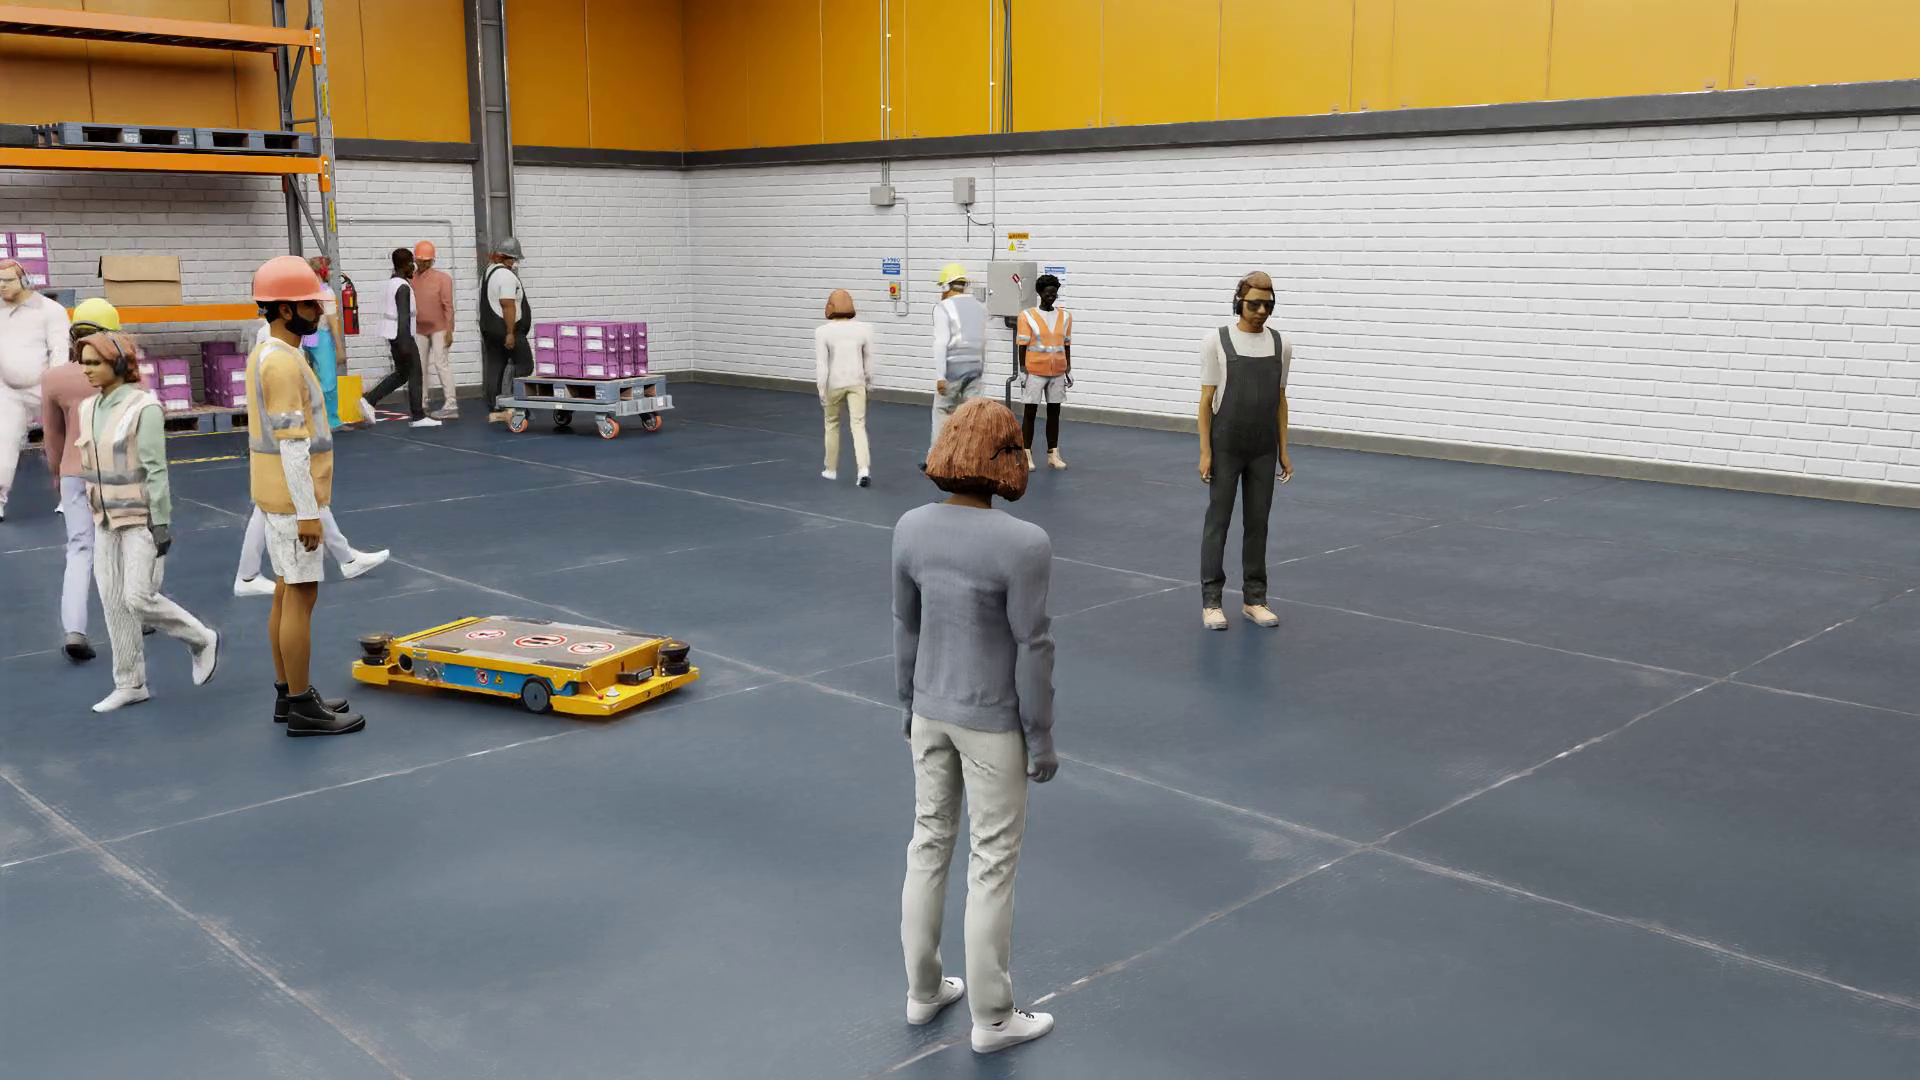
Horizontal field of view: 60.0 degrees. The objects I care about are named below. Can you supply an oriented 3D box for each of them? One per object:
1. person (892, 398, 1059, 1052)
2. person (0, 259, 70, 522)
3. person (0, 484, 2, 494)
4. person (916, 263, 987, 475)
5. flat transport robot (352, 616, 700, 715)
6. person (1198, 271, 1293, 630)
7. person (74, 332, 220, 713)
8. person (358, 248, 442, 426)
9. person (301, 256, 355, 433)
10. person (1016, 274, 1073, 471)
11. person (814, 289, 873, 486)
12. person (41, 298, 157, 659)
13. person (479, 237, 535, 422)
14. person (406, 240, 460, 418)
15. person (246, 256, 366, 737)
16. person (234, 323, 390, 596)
[{"bbox_3d":[0.032,0.461,4.168,0.500,1.628,0.277,10,14,42],"label":"person"},{"bbox_3d":[-6.663,-1.056,11.839,0.666,1.845,1.038,0,10,-1],"label":"person"},{"bbox_3d":[-5.185,-0.291,8.376,0.502,1.590,0.867,0,10,3],"label":"person"},{"bbox_3d":[-0.041,-1.395,13.852,0.606,1.786,0.806,-9,13,-39],"label":"person"},{"bbox_3d":[-1.948,0.537,7.445,1.431,0.197,0.652,5,12,25],"label":"flat transport robot"},{"bbox_3d":[1.470,-0.458,8.582,0.506,1.844,0.335,-2,11,-13],"label":"person"},{"bbox_3d":[-3.508,-0.082,7.123,0.528,1.625,0.457,5,12,27],"label":"person"},{"bbox_3d":[-5.932,-2.118,17.500,0.751,1.896,0.599,-6,12,-30],"label":"person"},{"bbox_3d":[-6.517,-1.948,16.777,0.743,1.820,0.572,-10,14,-44],"label":"person"},{"bbox_3d":[0.733,-1.439,14.340,0.533,1.693,0.319,-4,11,-22],"label":"person"},{"bbox_3d":[-0.929,-1.245,13.547,0.498,1.595,0.837,-3,11,-15],"label":"person"},{"bbox_3d":[-4.191,-0.309,8.086,0.538,1.723,0.897,-1,10,-7],"label":"person"},{"bbox_3d":[-4.899,-2.298,18.078,0.612,2.000,0.705,-9,13,-39],"label":"person"},{"bbox_3d":[-5.908,-2.329,18.444,0.672,1.974,0.457,3,11,16],"label":"person"},{"bbox_3d":[-2.685,-0.173,6.768,0.361,1.939,0.542,-6,12,-29],"label":"person"},{"bbox_3d":[-3.749,-0.613,9.483,0.956,1.818,0.558,-7,13,-35],"label":"person"}]
